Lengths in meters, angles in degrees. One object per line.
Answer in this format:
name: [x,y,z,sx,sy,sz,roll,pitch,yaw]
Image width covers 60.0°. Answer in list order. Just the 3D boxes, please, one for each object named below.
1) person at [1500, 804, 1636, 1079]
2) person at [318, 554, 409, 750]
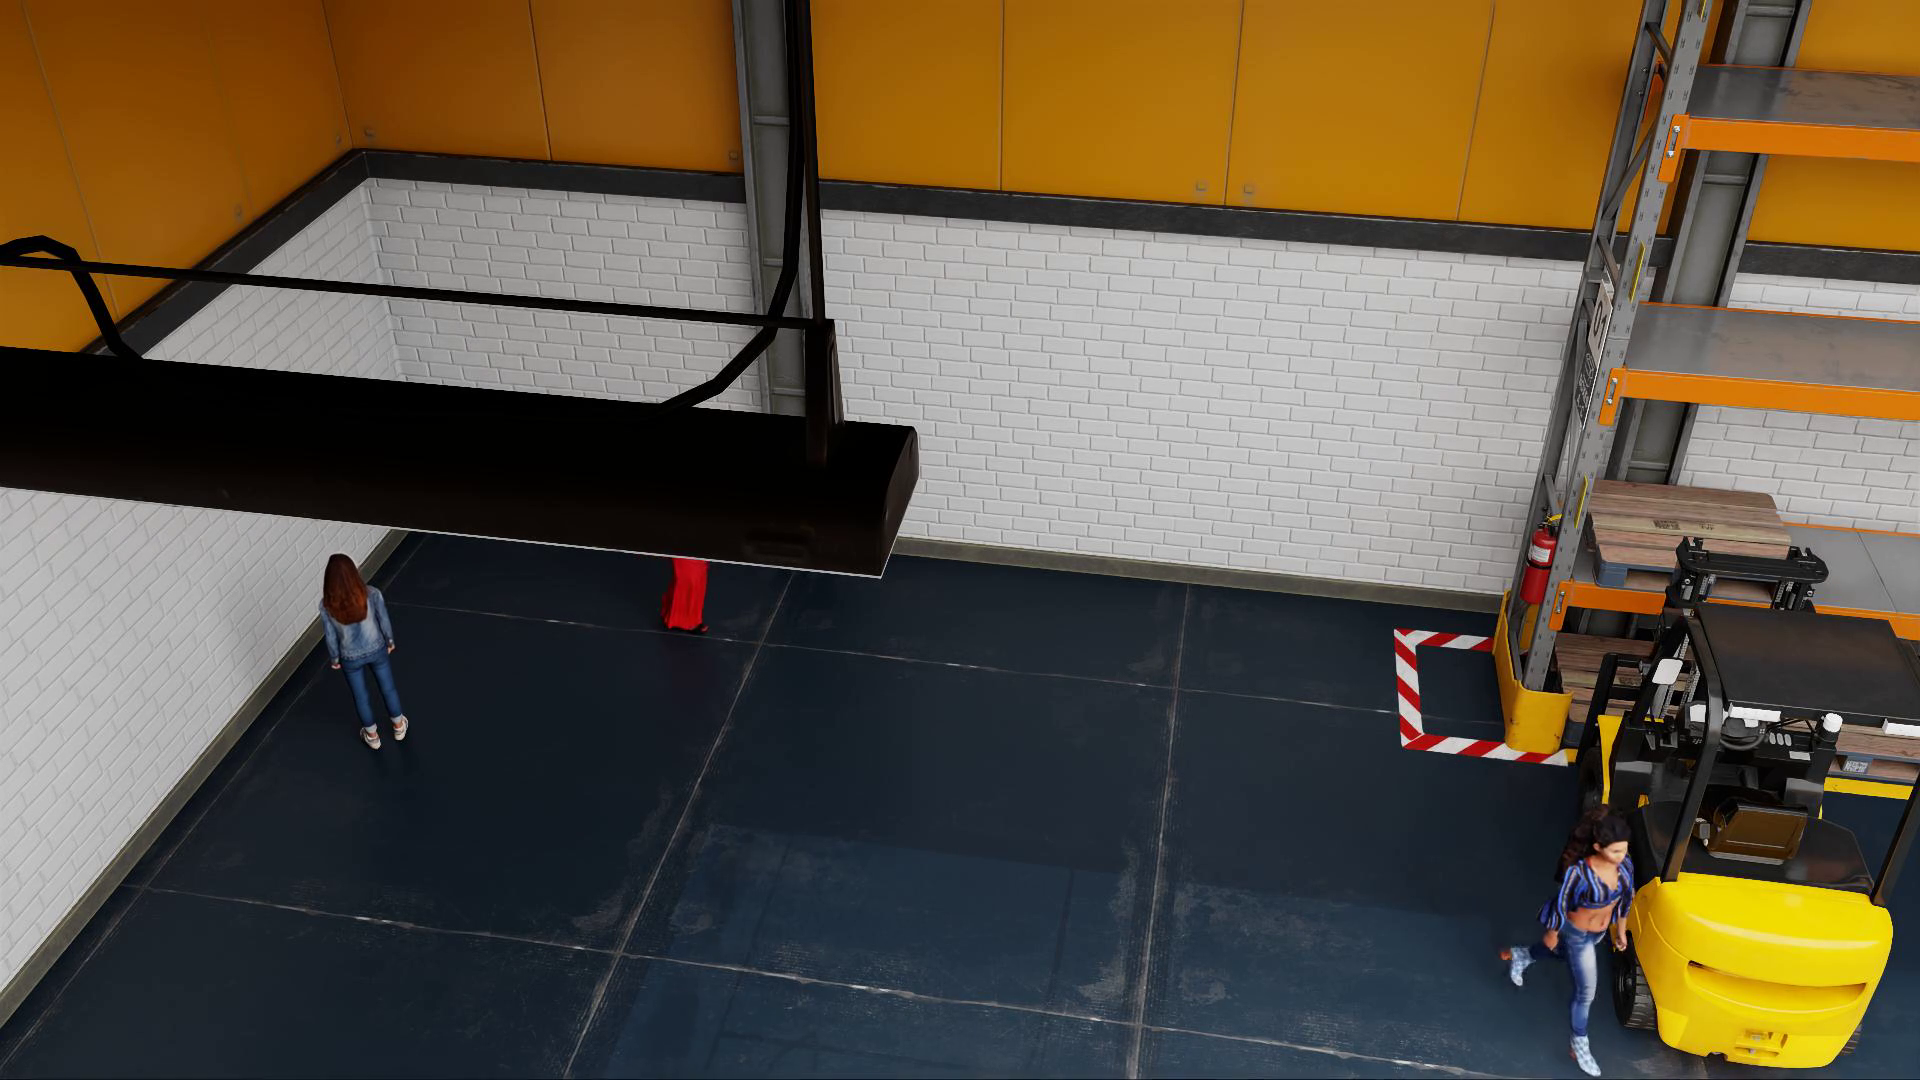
person: [3.223,1.997,8.737,1.076,1.585,1.063,-16,37,-23]
person: [-3.867,0.717,10.760,0.611,1.477,0.700,-15,37,-22]
